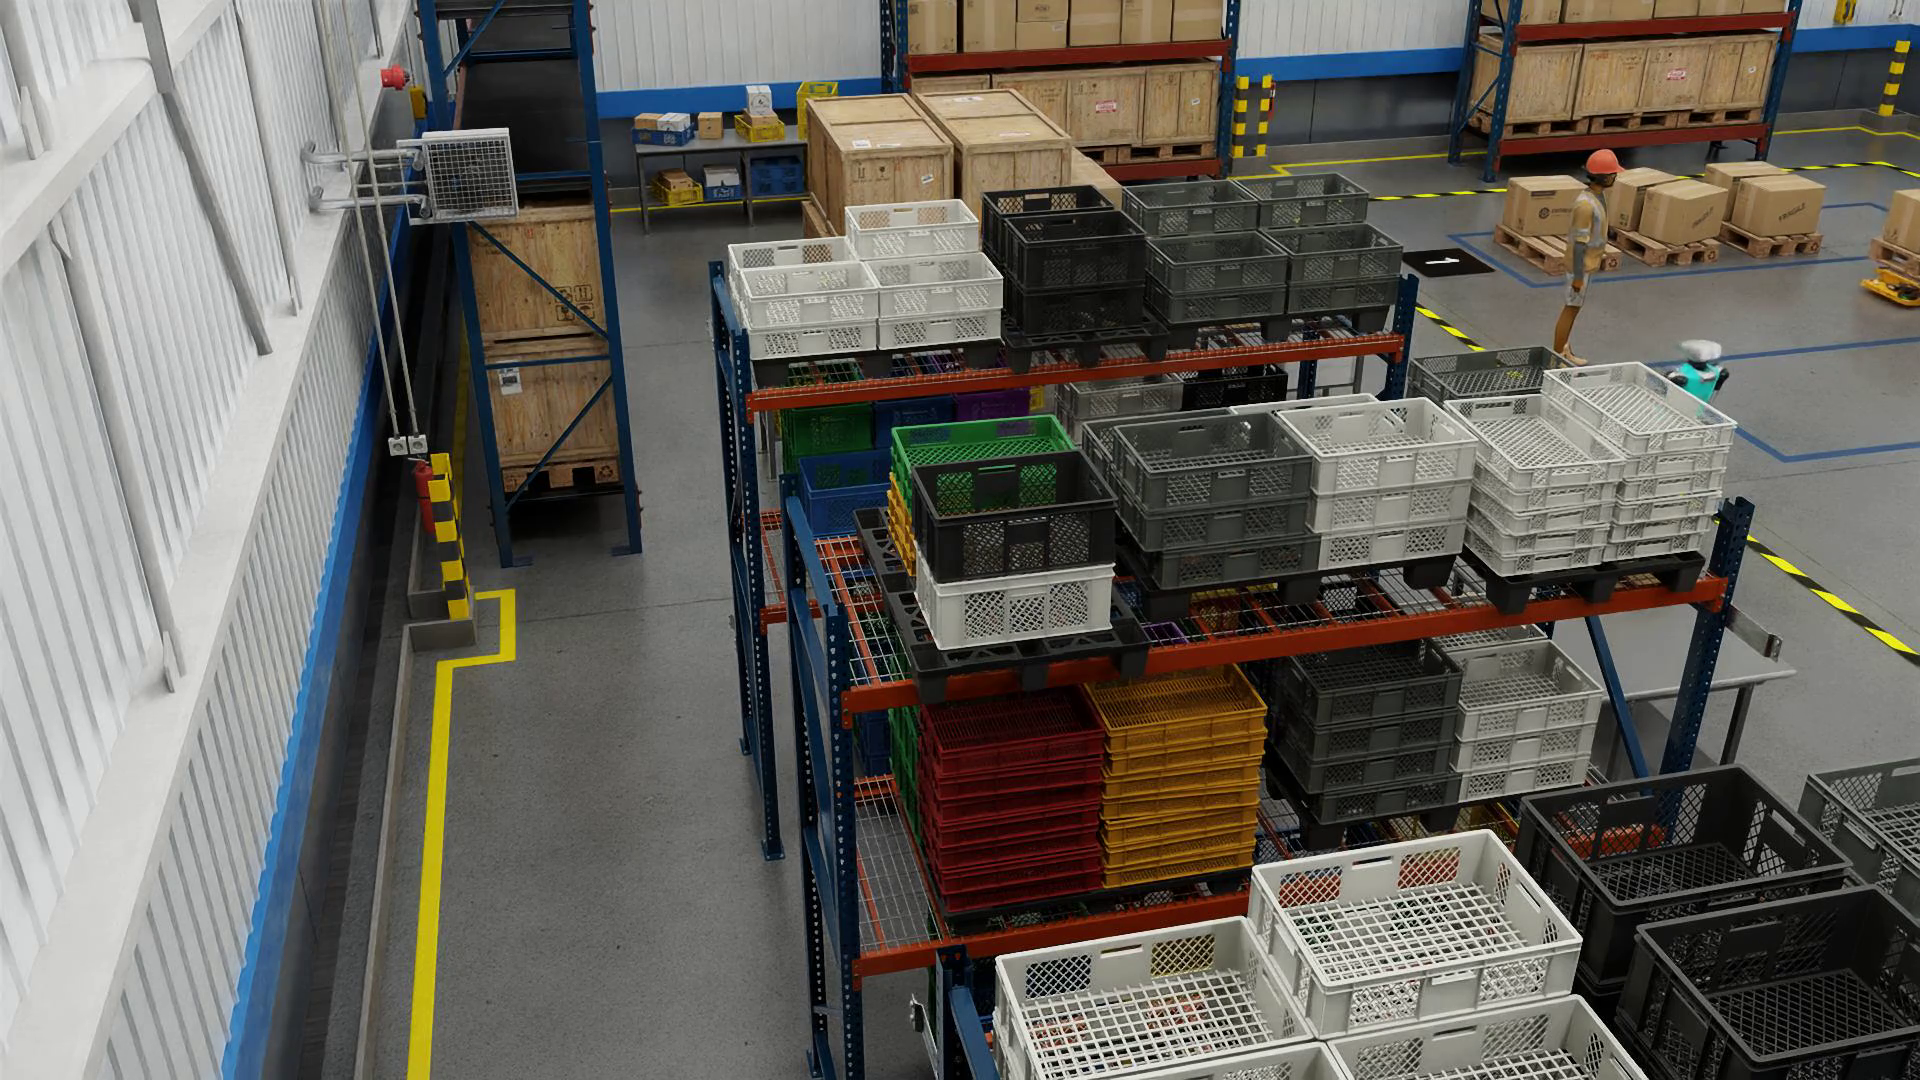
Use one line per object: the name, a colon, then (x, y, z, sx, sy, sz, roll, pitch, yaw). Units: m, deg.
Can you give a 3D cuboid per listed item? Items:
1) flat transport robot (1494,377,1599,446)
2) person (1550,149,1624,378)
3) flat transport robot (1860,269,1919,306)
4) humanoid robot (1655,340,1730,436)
flat transport robot: (4.780, -1.036, 14.013, 0.659, 0.231, 1.431, -6, 28, -12)
person: (5.562, -2.457, 14.803, 0.355, 2.047, 0.613, 14, 31, 24)
flat transport robot: (10.081, -2.645, 17.035, 1.431, 0.197, 0.652, -6, 28, -12)
humanoid robot: (4.804, -0.640, 11.689, 0.557, 1.771, 0.819, -13, 30, -23)
